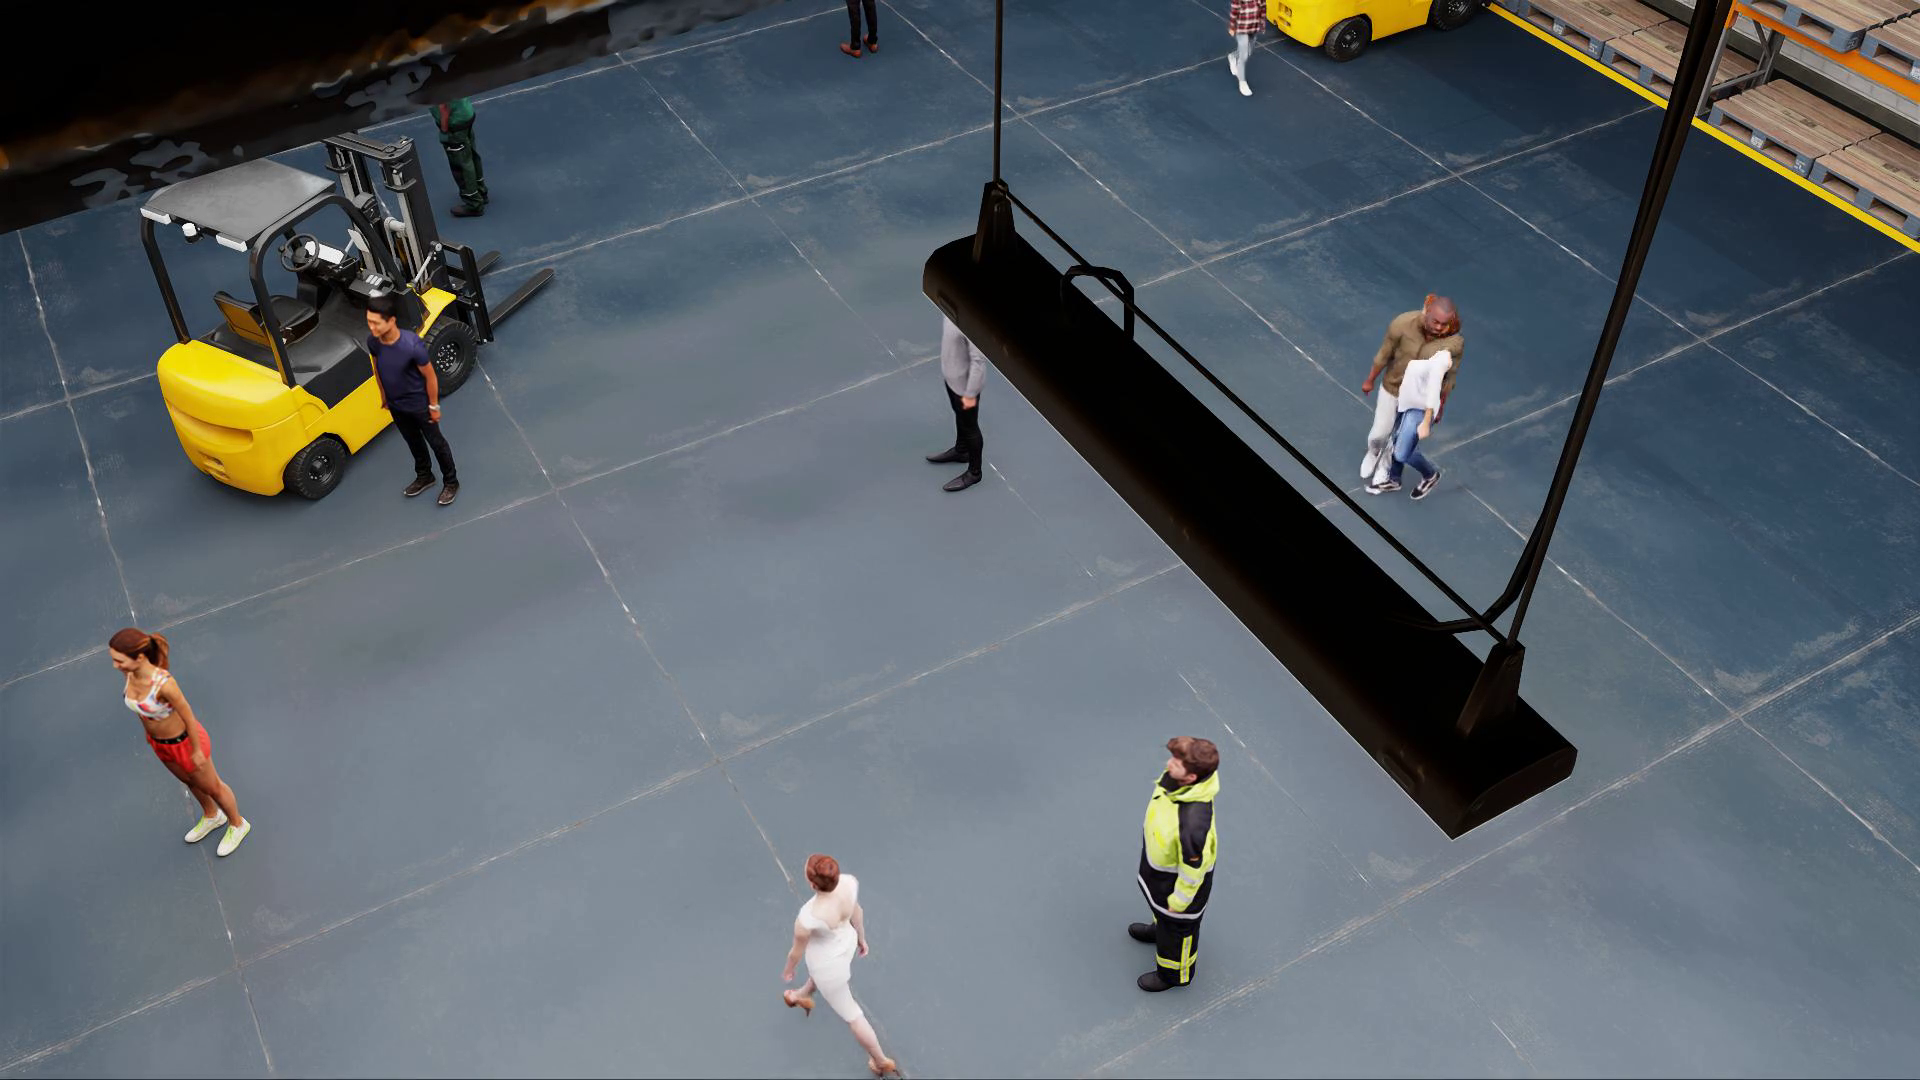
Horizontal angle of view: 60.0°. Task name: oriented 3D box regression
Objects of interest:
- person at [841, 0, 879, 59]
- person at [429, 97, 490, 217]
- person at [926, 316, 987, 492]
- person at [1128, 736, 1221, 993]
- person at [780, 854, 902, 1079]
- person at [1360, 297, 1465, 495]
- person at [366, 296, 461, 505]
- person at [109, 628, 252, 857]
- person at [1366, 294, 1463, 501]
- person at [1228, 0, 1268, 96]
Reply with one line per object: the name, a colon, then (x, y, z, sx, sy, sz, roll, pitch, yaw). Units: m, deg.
person: (-1.044, -5.836, 16.896, 0.703, 1.883, 0.555, -24, 49, -23)
person: (-4.474, -3.729, 14.715, 0.846, 1.840, 0.747, 3, 44, 3)
person: (0.036, -1.210, 12.011, 0.851, 1.923, 0.648, -12, 45, -13)
person: (1.175, 1.715, 8.898, 0.928, 1.983, 0.786, -1, 44, -1)
person: (-0.587, 2.231, 8.527, 1.135, 1.746, 0.849, 29, 51, 27)
person: (3.246, -1.124, 12.012, 0.880, 1.797, 0.960, 17, 46, 17)
person: (-3.922, -1.012, 11.899, 0.688, 1.790, 0.776, 14, 45, 15)
person: (-4.525, 1.153, 9.626, 0.655, 1.791, 0.743, 20, 47, 20)
person: (3.363, -0.998, 11.948, 0.869, 1.702, 0.811, -9, 44, -9)
person: (2.852, -5.165, 16.618, 0.584, 1.294, 0.879, -16, 46, -16)
